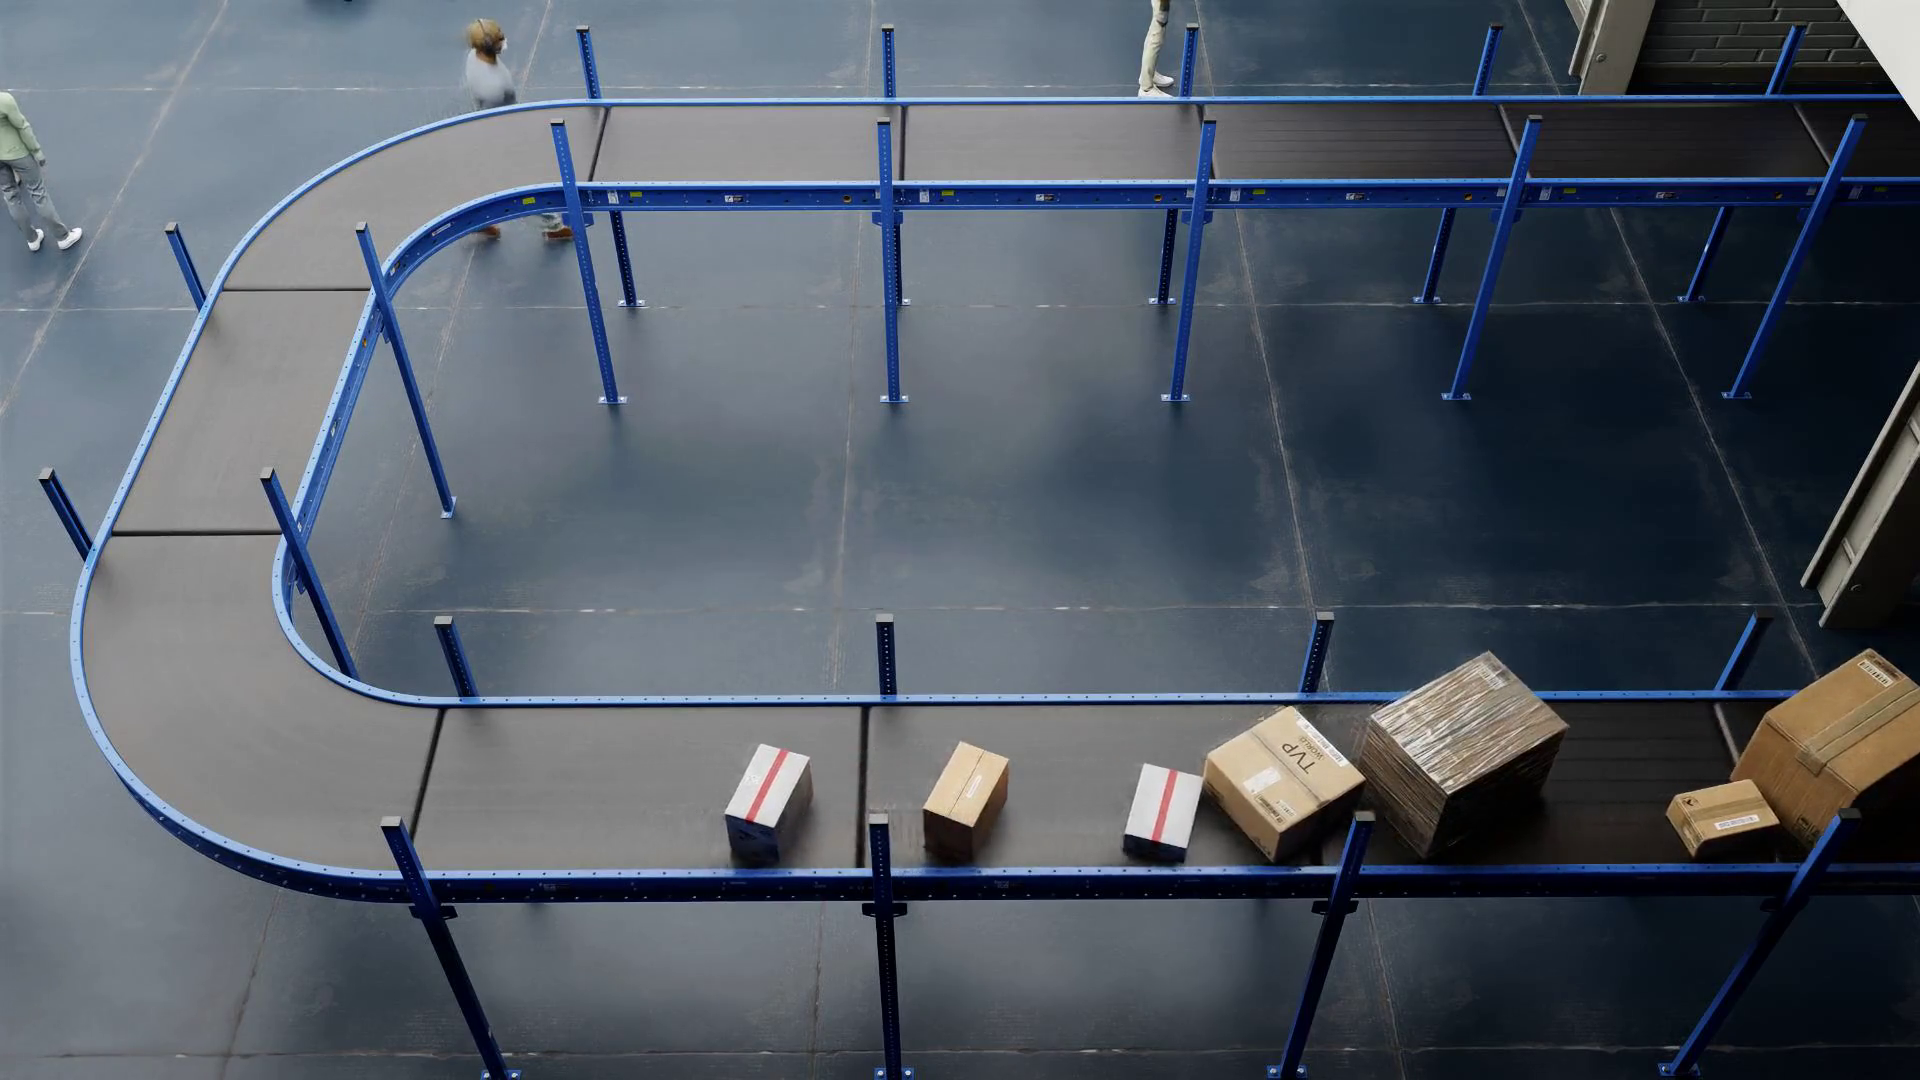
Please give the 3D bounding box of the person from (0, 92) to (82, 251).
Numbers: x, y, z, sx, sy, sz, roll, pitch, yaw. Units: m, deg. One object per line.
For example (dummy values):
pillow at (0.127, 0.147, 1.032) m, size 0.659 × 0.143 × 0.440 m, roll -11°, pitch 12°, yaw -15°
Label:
person at (-7.114, -2.888, 12.853) m, size 0.499 × 1.634 × 0.285 m, roll 1°, pitch 47°, yaw 1°

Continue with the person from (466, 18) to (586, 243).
person at (-3.410, -3.007, 12.781) m, size 0.879 × 1.912 × 0.643 m, roll -15°, pitch 49°, yaw -14°

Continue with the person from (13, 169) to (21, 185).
person at (-7.824, -3.511, 13.350) m, size 0.524 × 1.764 × 0.329 m, roll -11°, pitch 48°, yaw -10°

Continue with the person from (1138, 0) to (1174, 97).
person at (1.695, -4.522, 14.228) m, size 0.313 × 1.865 × 0.514 m, roll 4°, pitch 47°, yaw 3°
